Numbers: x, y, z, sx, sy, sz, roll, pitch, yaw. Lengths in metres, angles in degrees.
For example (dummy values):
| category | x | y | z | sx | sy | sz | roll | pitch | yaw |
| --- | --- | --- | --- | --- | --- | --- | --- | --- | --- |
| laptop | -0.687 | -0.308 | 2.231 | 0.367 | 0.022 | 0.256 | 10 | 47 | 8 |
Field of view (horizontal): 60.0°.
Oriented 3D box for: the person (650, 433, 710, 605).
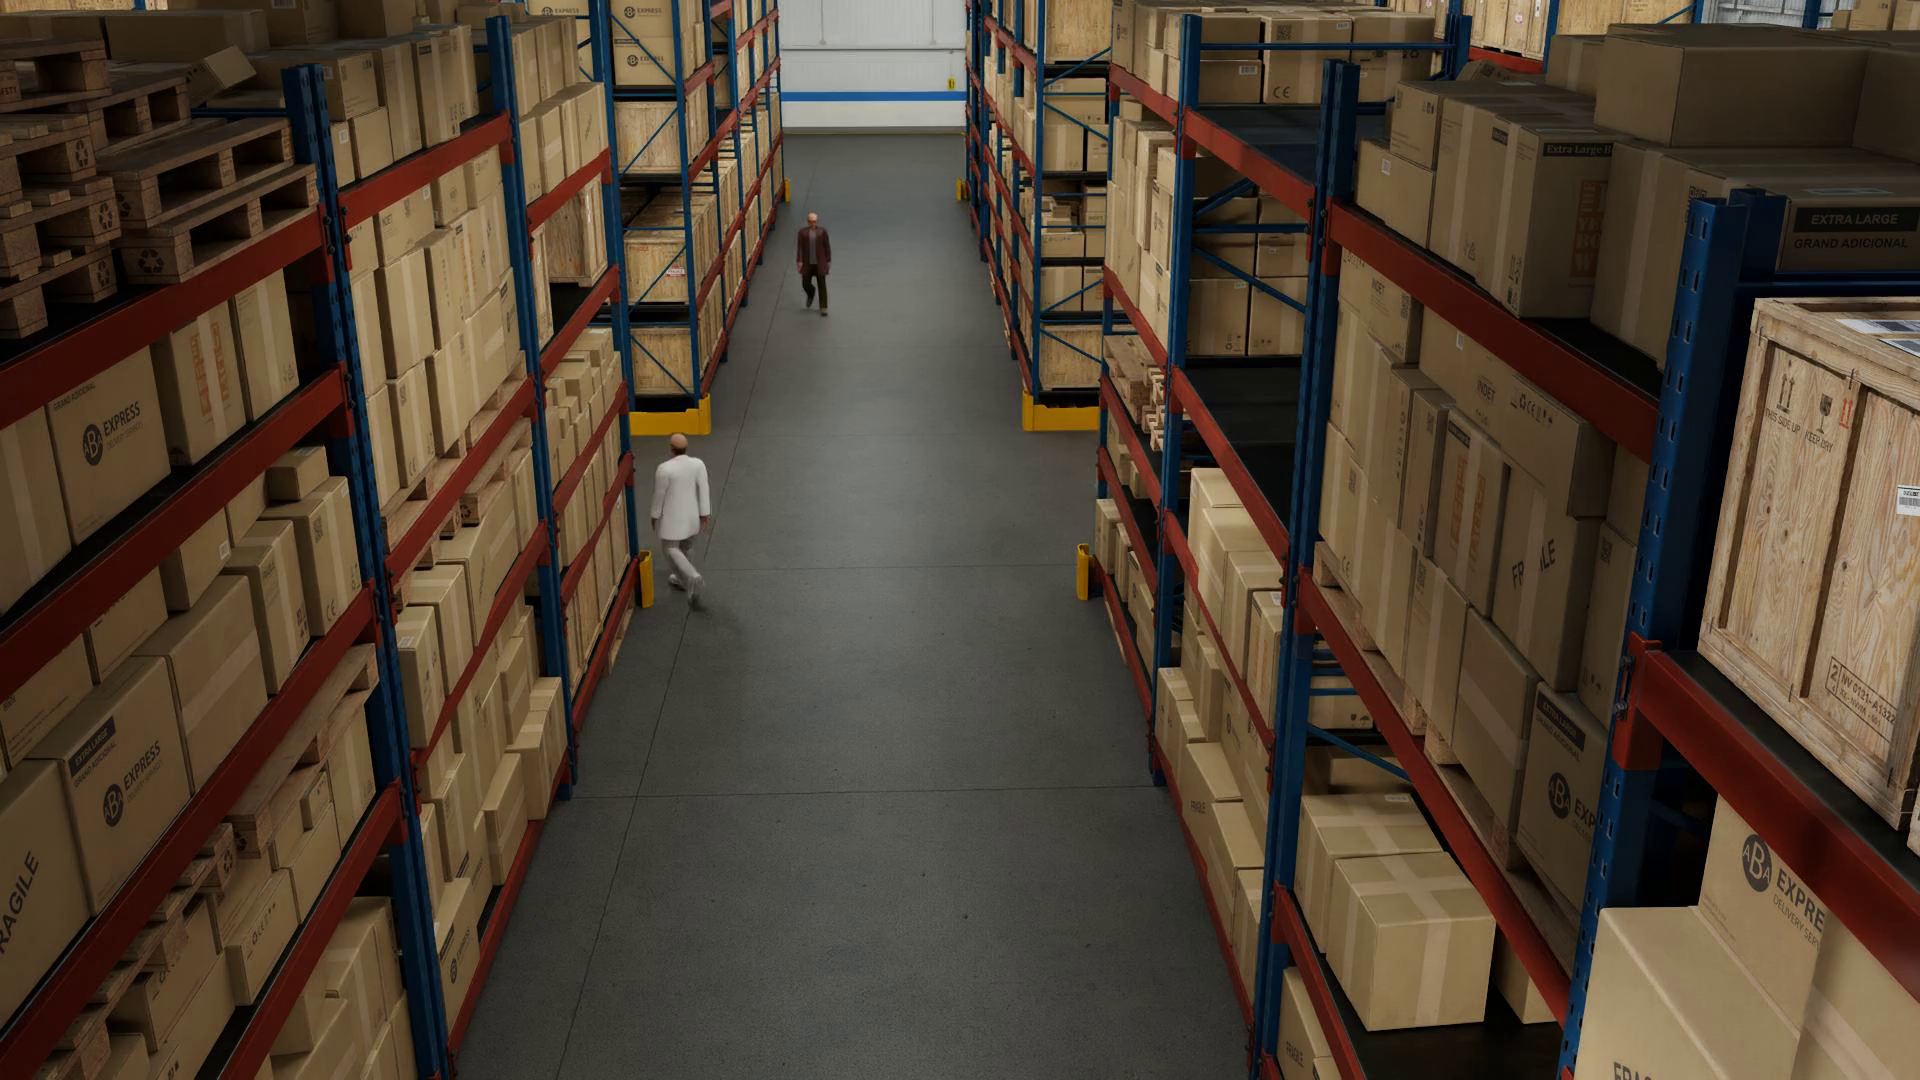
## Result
| category | x | y | z | sx | sy | sz | roll | pitch | yaw |
| --- | --- | --- | --- | --- | --- | --- | --- | --- | --- |
| person | -2.899 | -0.262 | 17.191 | 0.581 | 1.762 | 0.882 | -15 | 25 | -35 |

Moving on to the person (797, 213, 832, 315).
| category | x | y | z | sx | sy | sz | roll | pitch | yaw |
| --- | --- | --- | --- | --- | --- | --- | --- | --- | --- |
| person | -2.606 | -4.952 | 29.712 | 0.618 | 1.779 | 0.623 | 0 | 20 | 0 |
